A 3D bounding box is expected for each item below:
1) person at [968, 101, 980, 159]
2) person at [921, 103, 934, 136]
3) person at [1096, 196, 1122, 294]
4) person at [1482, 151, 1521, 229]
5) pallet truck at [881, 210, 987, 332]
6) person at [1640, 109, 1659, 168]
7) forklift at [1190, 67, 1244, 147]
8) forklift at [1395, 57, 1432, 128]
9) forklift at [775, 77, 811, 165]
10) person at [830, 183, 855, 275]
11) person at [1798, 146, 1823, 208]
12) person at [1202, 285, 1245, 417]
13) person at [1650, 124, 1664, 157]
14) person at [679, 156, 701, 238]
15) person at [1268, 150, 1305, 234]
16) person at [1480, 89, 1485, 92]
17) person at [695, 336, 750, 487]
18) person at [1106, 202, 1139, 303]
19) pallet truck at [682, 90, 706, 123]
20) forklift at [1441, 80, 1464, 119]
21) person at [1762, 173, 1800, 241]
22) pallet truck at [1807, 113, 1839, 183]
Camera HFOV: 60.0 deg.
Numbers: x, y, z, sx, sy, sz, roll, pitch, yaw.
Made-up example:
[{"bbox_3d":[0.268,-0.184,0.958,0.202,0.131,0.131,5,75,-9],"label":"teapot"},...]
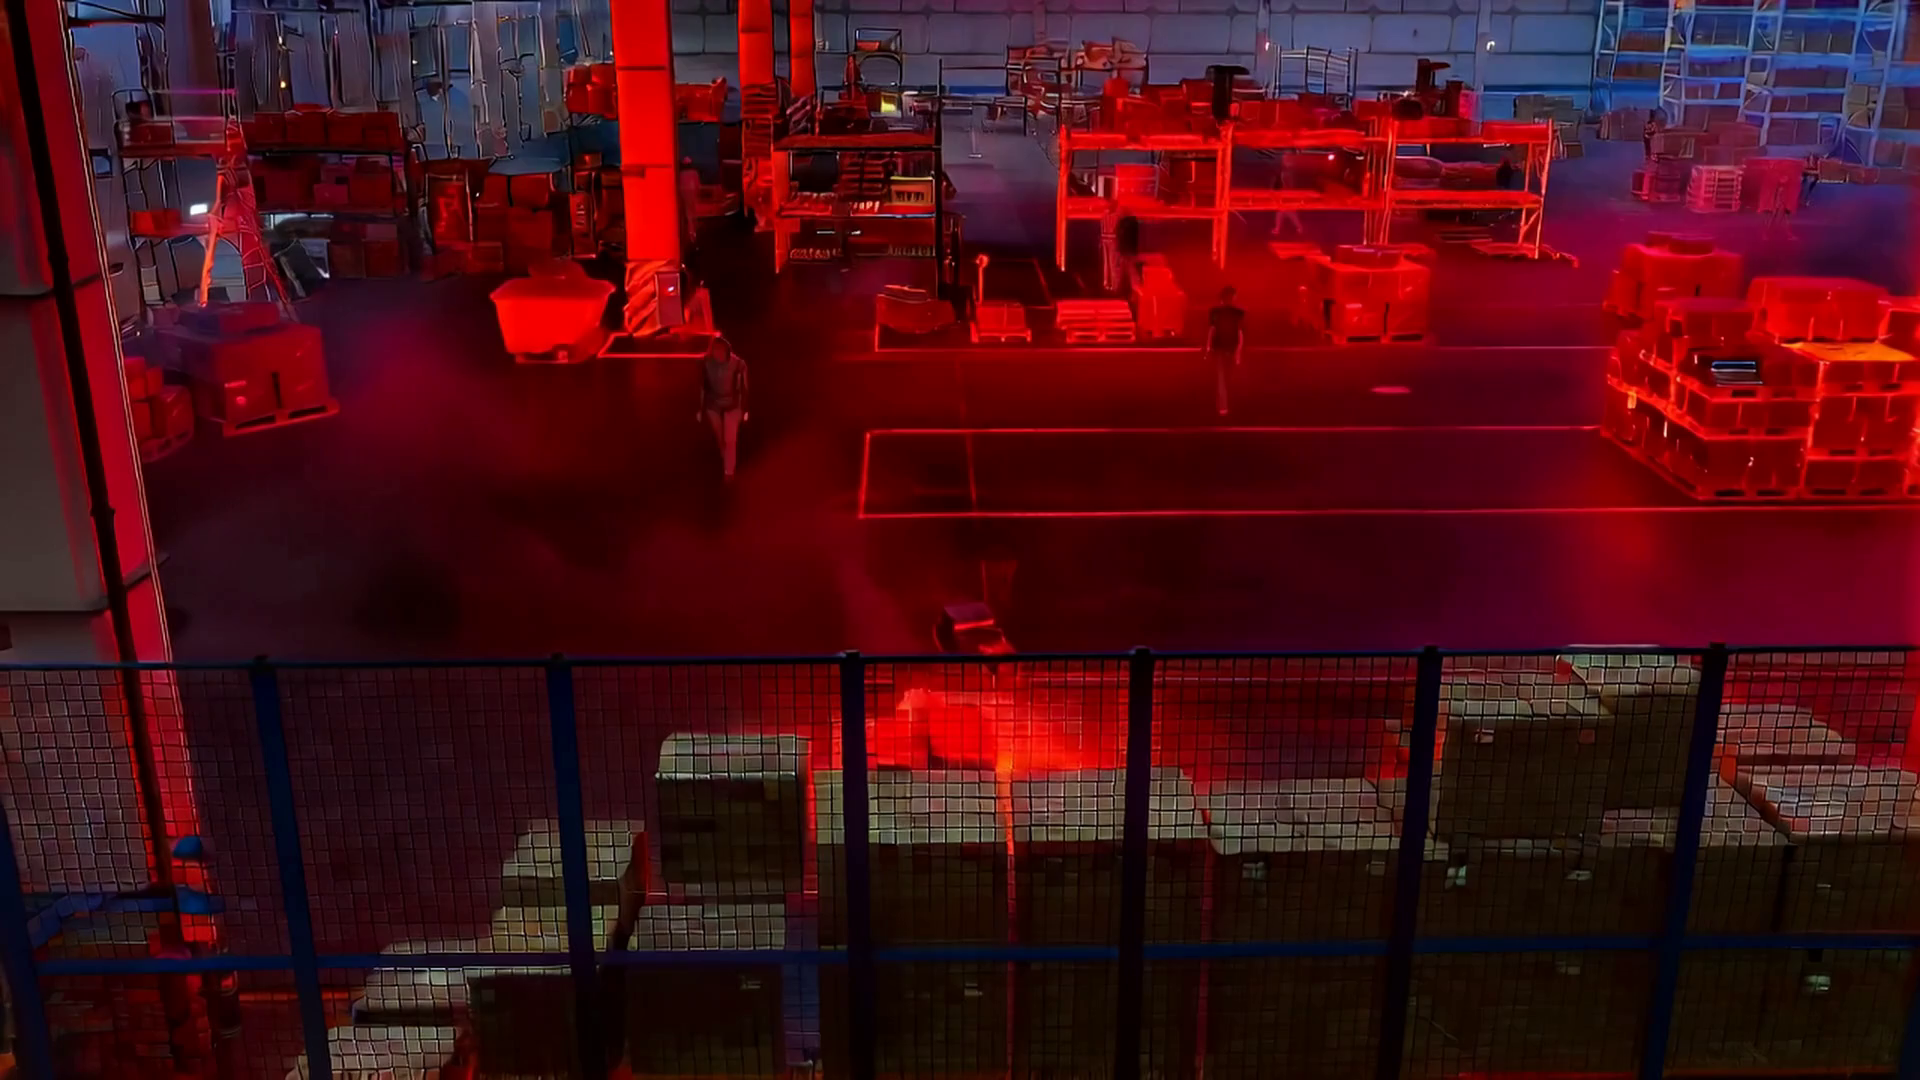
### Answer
[{"bbox_3d":[0.496,-14.064,57.065,0.364,1.934,0.627,8,20,22],"label":"person"},{"bbox_3d":[-1.162,-14.946,60.101,0.549,1.646,0.865,7,20,20],"label":"person"},{"bbox_3d":[2.927,-5.765,32.513,0.355,1.882,0.576,-10,21,-28],"label":"person"},{"bbox_3d":[13.440,-8.600,40.904,0.885,1.909,0.637,11,21,28],"label":"person"},{"bbox_3d":[-0.493,-4.759,29.349,1.885,1.965,0.823,-13,23,-34],"label":"pallet truck"},{"bbox_3d":[22.458,-13.035,54.039,0.390,1.912,0.589,-3,19,-8],"label":"person"},{"bbox_3d":[9.442,-15.894,61.021,1.873,2.768,1.129,-1,19,-1],"label":"forklift"},{"bbox_3d":[19.108,-18.499,68.749,1.873,2.768,1.129,-1,19,-1],"label":"forklift"},{"bbox_3d":[-5.920,-13.893,55.085,1.873,2.768,1.129,-1,19,-1],"label":"forklift"},{"bbox_3d":[-2.476,-6.535,34.820,0.670,1.880,0.634,-8,20,-24],"label":"person"},{"bbox_3d":[22.929,-9.797,44.872,0.519,1.624,0.479,5,19,15],"label":"person"},{"bbox_3d":[3.722,-2.687,23.494,0.523,1.818,0.980,-2,19,-5],"label":"person"},{"bbox_3d":[21.318,-11.886,50.952,0.318,1.700,0.535,18,25,42],"label":"person"},{"bbox_3d":[-6.545,-8.196,39.681,0.620,1.900,0.750,-13,22,-33],"label":"person"},{"bbox_3d":[7.887,-8.349,39.932,0.781,2.000,0.691,1,19,3],"label":"person"},{"bbox_3d":[20.017,-16.353,63.918,0.548,1.894,0.997,9,21,24],"label":"person"},{"bbox_3d":[-2.900,-1.631,20.399,0.630,1.799,0.972,2,19,5],"label":"person"},{"bbox_3d":[3.083,-5.426,31.467,0.771,1.906,0.695,14,23,35],"label":"person"},{"bbox_3d":[-9.671,-15.907,62.421,0.823,1.965,1.885,5,19,15],"label":"pallet truck"},{"bbox_3d":[15.644,-13.239,53.146,1.873,2.768,1.129,-1,19,-1],"label":"forklift"},{"bbox_3d":[19.291,-7.768,38.886,0.845,1.590,0.547,7,20,20],"label":"person"},{"bbox_3d":[26.403,-11.957,50.702,0.823,1.965,1.885,6,19,16],"label":"pallet truck"}]
